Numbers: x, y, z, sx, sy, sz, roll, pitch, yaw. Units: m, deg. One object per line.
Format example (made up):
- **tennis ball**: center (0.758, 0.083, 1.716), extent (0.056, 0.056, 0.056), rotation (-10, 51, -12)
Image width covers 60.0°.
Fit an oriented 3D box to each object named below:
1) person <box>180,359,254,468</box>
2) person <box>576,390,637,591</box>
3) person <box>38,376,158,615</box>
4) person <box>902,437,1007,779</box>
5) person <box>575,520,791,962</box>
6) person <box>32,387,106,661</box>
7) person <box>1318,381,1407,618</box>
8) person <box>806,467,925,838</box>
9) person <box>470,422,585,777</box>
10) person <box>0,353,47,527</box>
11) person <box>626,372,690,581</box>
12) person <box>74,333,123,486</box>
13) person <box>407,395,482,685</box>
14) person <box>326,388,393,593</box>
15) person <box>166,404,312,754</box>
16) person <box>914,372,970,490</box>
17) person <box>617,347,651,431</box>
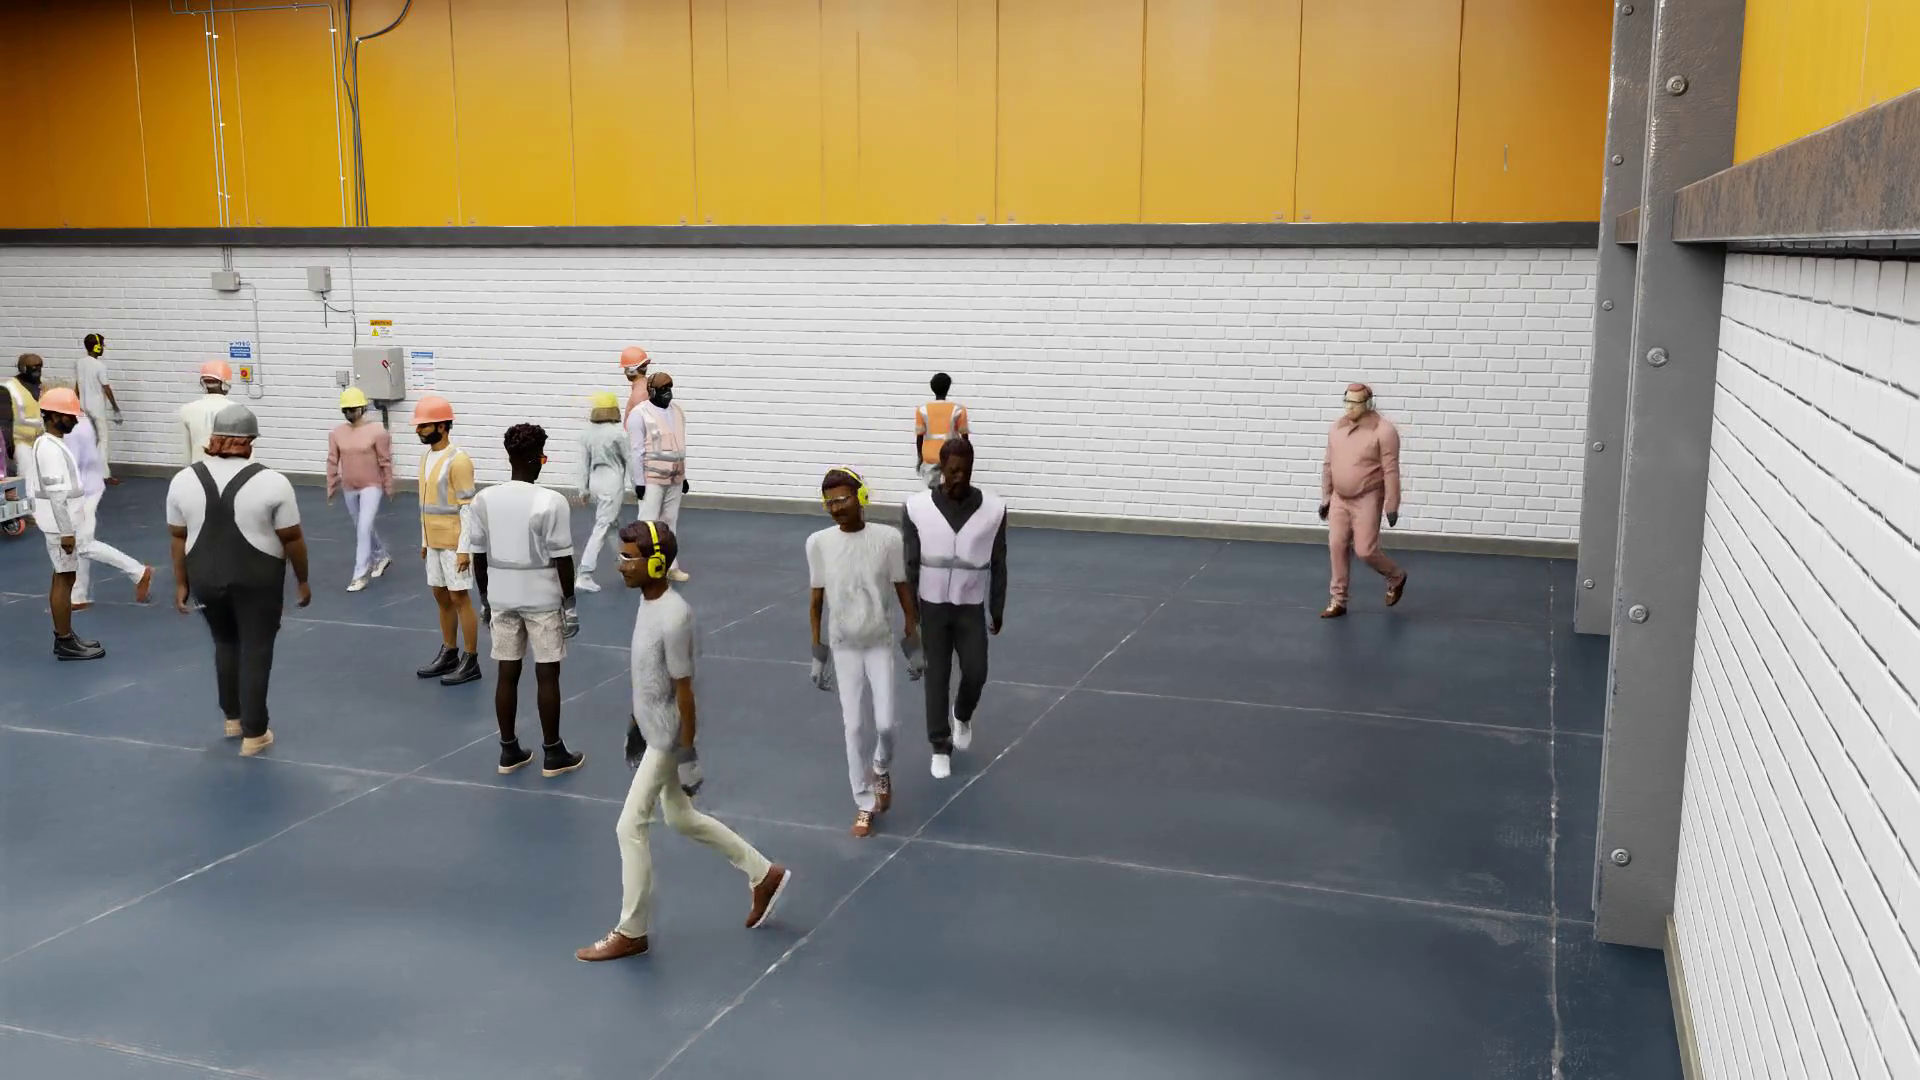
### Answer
- **person**: center (-6.242, -0.549, 14.136), extent (0.617, 1.967, 0.814), rotation (-1, 10, -4)
- **person**: center (-3.031, -0.432, 14.242), extent (0.491, 1.691, 0.948), rotation (6, 12, 31)
- **person**: center (-6.881, -0.351, 13.199), extent (0.778, 1.907, 0.647), rotation (-3, 11, -19)
- **person**: center (-0.035, 0.356, 9.230), extent (0.582, 1.903, 0.516), rotation (-1, 10, -4)
- **person**: center (-1.152, 0.806, 6.878), extent (0.863, 1.841, 0.520), rotation (-3, 10, -16)
- **person**: center (-6.325, -0.113, 11.774), extent (0.372, 1.928, 0.543), rotation (-6, 12, -30)
- **person**: center (3.179, -0.320, 13.082), extent (0.647, 1.882, 0.677), rotation (-8, 13, -38)
- **person**: center (-0.476, 0.545, 8.397), extent (0.605, 1.842, 0.563), rotation (0, 10, -2)
- **person**: center (-2.384, 0.328, 9.182), extent (0.613, 1.963, 0.362), rotation (3, 10, 16)
- **person**: center (-9.676, -1.043, 17.310), extent (0.530, 1.823, 0.641), rotation (6, 12, 30)
- **person**: center (-2.572, -0.528, 14.356), extent (0.430, 1.845, 0.624), rotation (7, 12, 35)
- **person**: center (-10.489, -1.579, 20.238), extent (0.577, 1.856, 0.394), rotation (4, 11, 24)
- **person**: center (-3.455, 0.002, 11.098), extent (0.551, 1.935, 0.371), rotation (9, 14, 43)
- **person**: center (-5.156, -0.470, 14.363), extent (0.537, 1.723, 0.894), rotation (1, 10, 7)
- **person**: center (-4.157, 0.190, 9.748), extent (0.712, 2.000, 0.781), rotation (0, 10, -3)
- **person**: center (-0.176, -0.823, 16.508), extent (0.554, 1.689, 0.494), rotation (2, 10, 9)
- **person**: center (-2.975, -0.807, 15.518), extent (0.391, 1.987, 0.608), rotation (-1, 10, -3)
